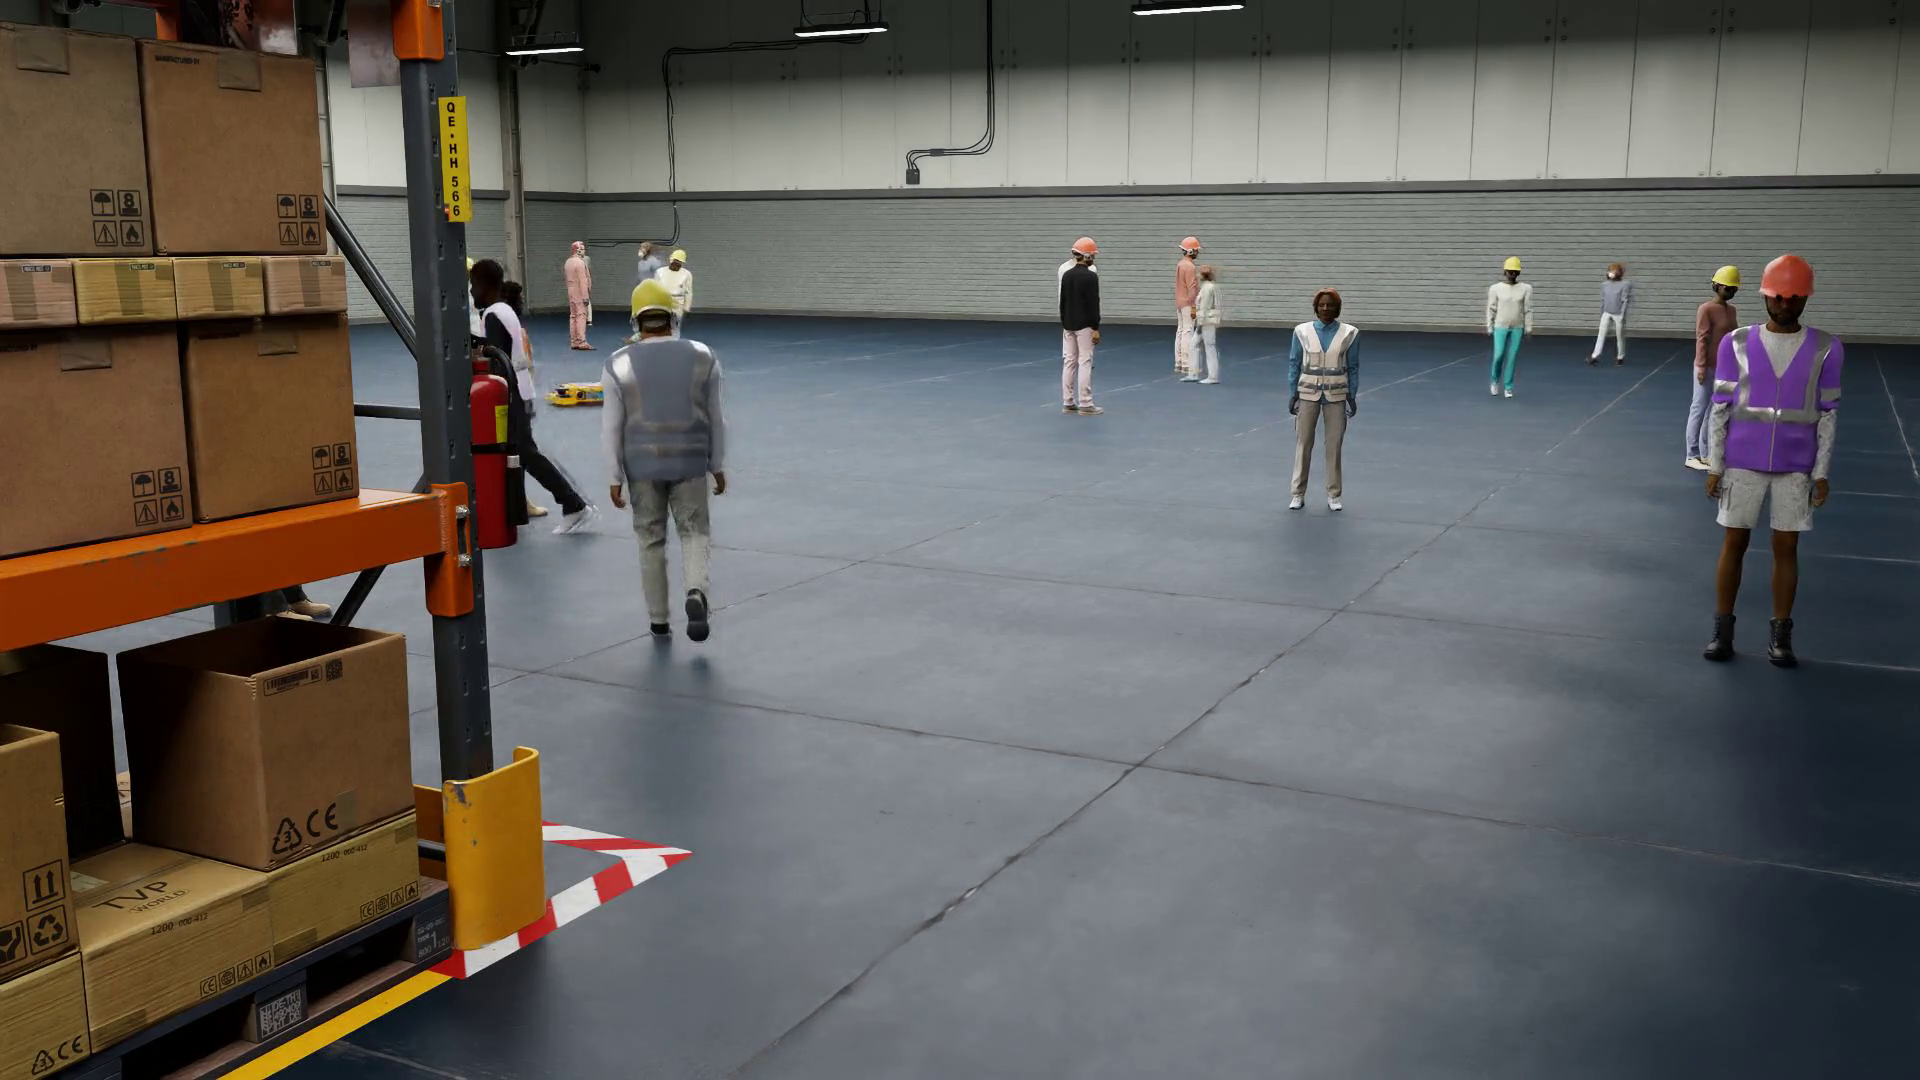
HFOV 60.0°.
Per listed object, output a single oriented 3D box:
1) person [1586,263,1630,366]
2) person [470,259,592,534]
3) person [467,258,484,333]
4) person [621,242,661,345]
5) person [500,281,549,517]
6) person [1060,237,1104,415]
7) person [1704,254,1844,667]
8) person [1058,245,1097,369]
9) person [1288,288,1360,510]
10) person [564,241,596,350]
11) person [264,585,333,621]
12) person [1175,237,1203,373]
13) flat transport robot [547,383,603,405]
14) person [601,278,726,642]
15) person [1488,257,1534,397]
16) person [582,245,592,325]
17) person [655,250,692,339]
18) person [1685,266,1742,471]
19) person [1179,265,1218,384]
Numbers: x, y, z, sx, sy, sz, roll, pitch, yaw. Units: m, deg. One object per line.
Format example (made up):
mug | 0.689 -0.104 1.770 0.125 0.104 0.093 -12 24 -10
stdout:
person | 10.070 -3.469 25.692 0.859 1.587 0.507 -9 14 -42
person | -2.992 -0.941 11.147 0.969 1.872 0.592 -3 11 -17
person | -6.975 -3.139 23.614 0.500 1.691 0.914 -5 12 -27
person | -5.636 -4.351 29.671 1.023 1.887 0.655 -8 13 -36
person | -3.223 -1.008 11.979 0.318 1.697 0.535 -9 14 -41
person | 1.383 -2.416 18.843 0.395 1.994 0.613 -7 12 -34
person | 3.814 -0.367 7.838 0.558 1.933 0.375 4 11 23
person | 1.804 -3.539 25.213 0.641 1.908 0.407 -5 11 -23
person | 2.677 -1.035 12.279 0.512 1.642 0.312 2 11 11
person | -6.719 -4.313 29.424 0.406 1.911 0.639 -8 13 -36
person | -3.517 -0.464 8.607 0.345 1.846 0.508 0 10 0
person | 3.355 -3.448 24.473 0.377 1.995 0.612 -2 11 -11
flat transport robot | -4.226 -1.793 20.148 1.431 0.197 0.652 -5 11 -25
person | -1.443 -0.366 8.150 0.611 1.816 0.597 -3 11 -16
person | 6.871 -2.645 20.770 0.528 1.752 0.397 1 10 7
person | -8.518 -5.759 37.426 0.317 1.865 0.523 7 13 35
person | -4.625 -3.751 26.719 0.621 1.785 0.450 1 10 4
person | 6.554 -1.484 14.411 0.523 1.760 0.328 -8 13 -36
person | 3.240 -2.928 22.635 0.645 1.613 0.547 1 10 4
